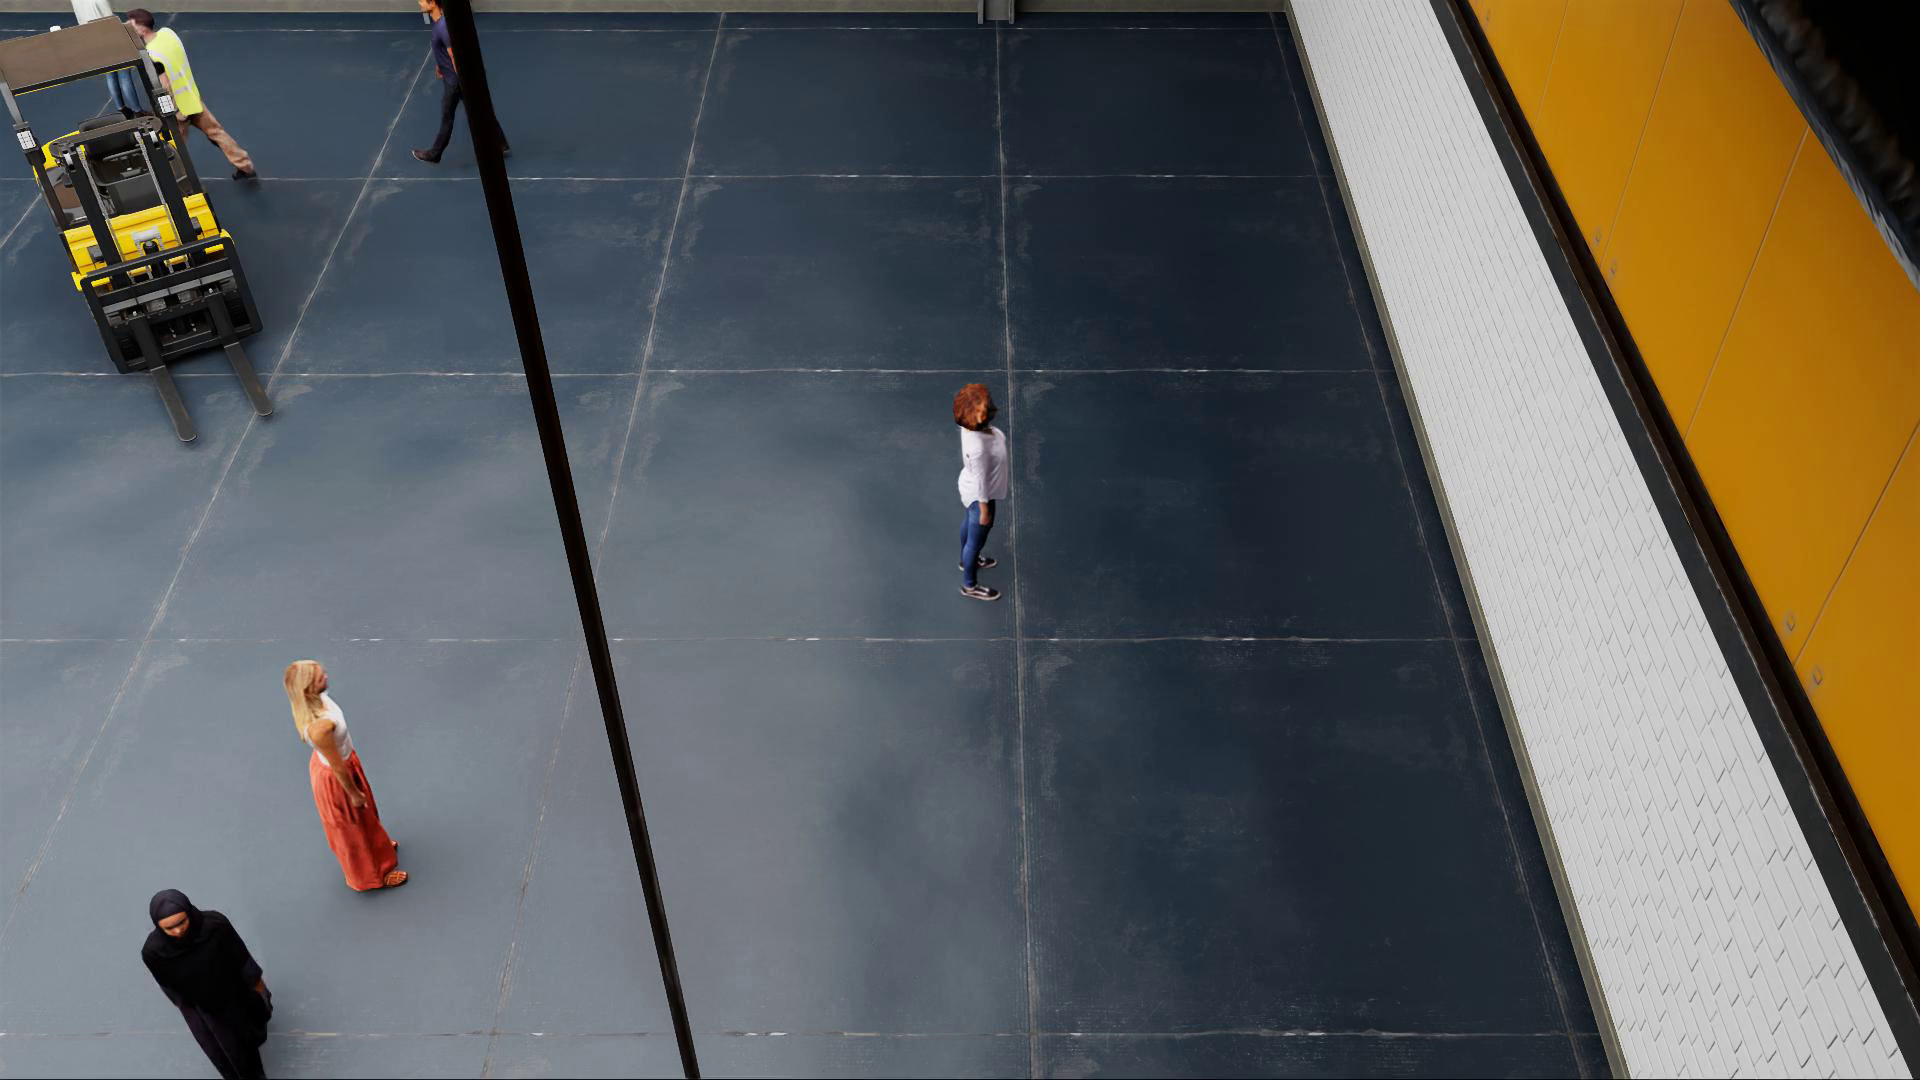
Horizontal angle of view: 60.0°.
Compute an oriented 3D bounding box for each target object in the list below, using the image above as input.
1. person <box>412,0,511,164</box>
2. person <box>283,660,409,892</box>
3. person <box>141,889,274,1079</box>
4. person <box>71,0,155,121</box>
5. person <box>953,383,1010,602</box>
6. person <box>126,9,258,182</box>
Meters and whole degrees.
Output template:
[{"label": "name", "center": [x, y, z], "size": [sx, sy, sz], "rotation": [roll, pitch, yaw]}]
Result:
[{"label": "person", "center": [-4.577, -4.301, 15.405], "size": [1.194, 1.740, 0.885], "rotation": [-11, 45, -12]}, {"label": "person", "center": [-3.532, 1.331, 9.447], "size": [0.719, 1.805, 0.714], "rotation": [-18, 46, -18]}, {"label": "person", "center": [-3.875, 2.266, 8.617], "size": [1.039, 1.595, 0.987], "rotation": [-22, 48, -22]}, {"label": "person", "center": [-8.205, -4.802, 16.000], "size": [0.535, 1.645, 0.693], "rotation": [13, 45, 13]}, {"label": "person", "center": [0.112, -0.350, 11.278], "size": [0.582, 1.713, 0.624], "rotation": [0, 44, 0]}, {"label": "person", "center": [-6.954, -3.952, 15.001], "size": [1.241, 1.791, 0.871], "rotation": [10, 44, 10]}]
